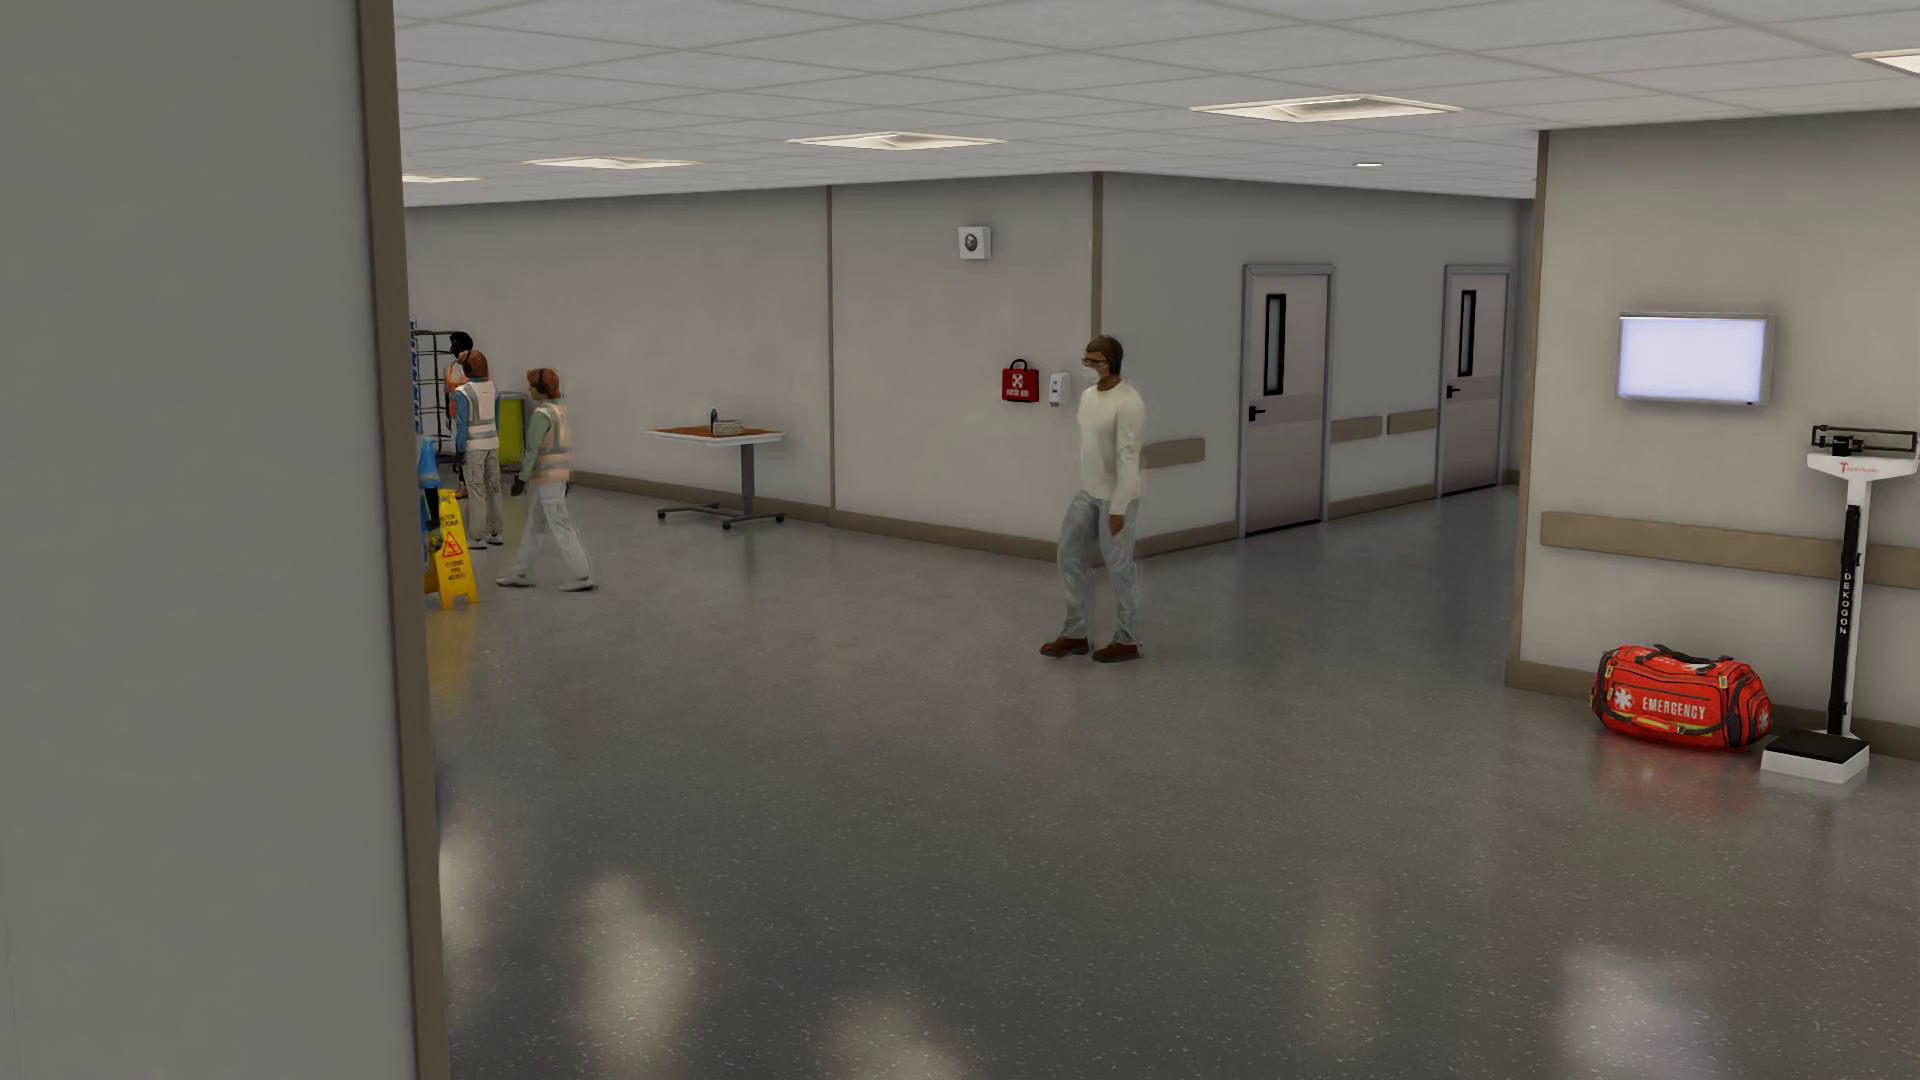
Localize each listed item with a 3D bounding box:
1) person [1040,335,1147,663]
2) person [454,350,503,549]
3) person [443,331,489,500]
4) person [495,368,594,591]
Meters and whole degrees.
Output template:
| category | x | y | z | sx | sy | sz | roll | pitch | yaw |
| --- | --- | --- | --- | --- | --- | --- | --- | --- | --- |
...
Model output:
| category | x | y | z | sx | sy | sz | roll | pitch | yaw |
| --- | --- | --- | --- | --- | --- | --- | --- | --- | --- |
| person | 0.749 | -0.221 | 9.635 | 0.708 | 1.917 | 0.656 | -4 | 10 | -25 |
| person | -3.962 | -0.742 | 13.686 | 0.307 | 1.641 | 0.514 | 4 | 10 | 21 |
| person | -4.894 | -1.226 | 16.509 | 0.530 | 1.689 | 0.321 | 4 | 10 | 21 |
| person | -2.977 | -0.423 | 11.854 | 0.745 | 1.602 | 0.518 | 0 | 9 | -3 |
